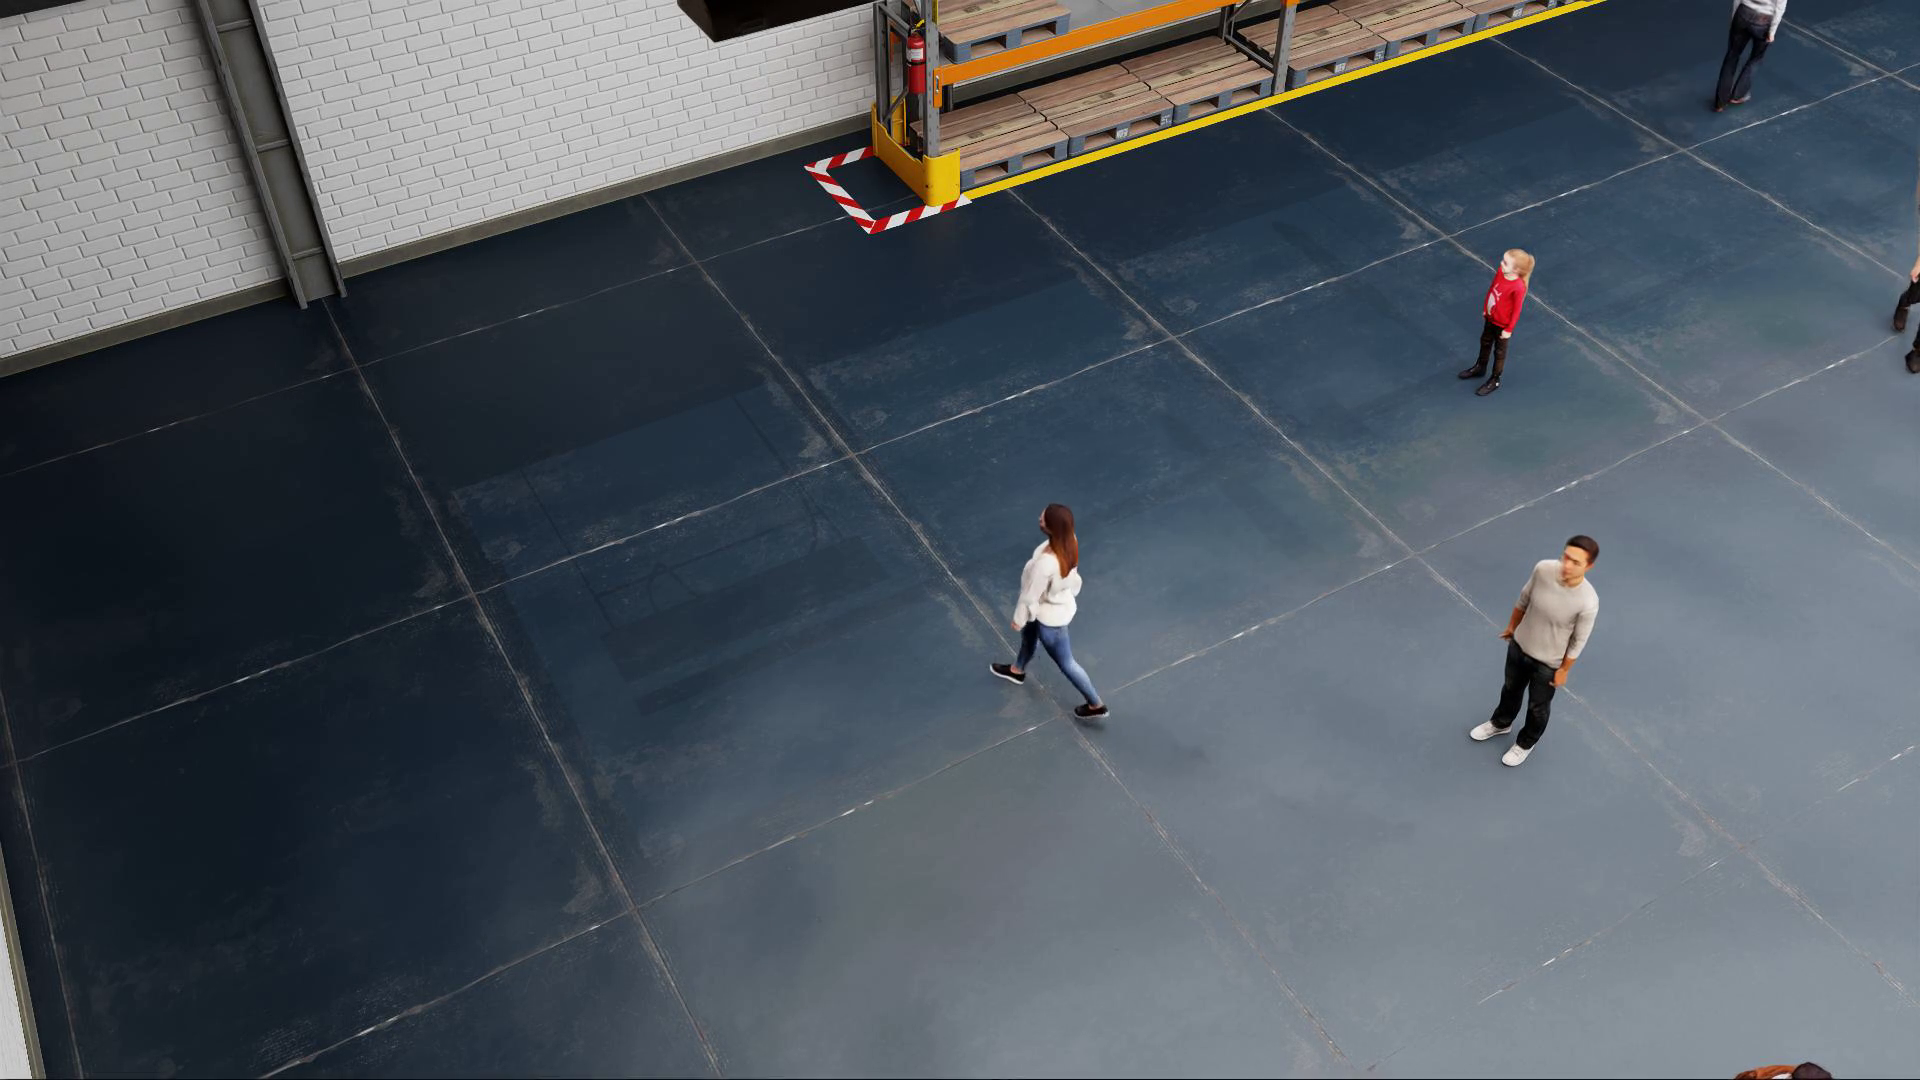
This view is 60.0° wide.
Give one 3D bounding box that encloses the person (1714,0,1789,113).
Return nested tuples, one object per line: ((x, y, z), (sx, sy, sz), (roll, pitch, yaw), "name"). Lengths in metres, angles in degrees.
((7.582, -4.956, 15.960), (0.762, 1.808, 0.756), (-34, 53, -30), "person")

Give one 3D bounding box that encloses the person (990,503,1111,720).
((0.634, 0.486, 10.356), (1.081, 1.658, 1.120), (17, 46, 17), "person")

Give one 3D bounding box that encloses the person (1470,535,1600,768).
((3.534, 0.647, 10.076), (0.551, 1.811, 0.653), (-24, 49, -23), "person")

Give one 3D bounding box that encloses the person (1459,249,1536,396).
((4.207, -1.721, 12.947), (0.504, 1.280, 0.517), (-16, 46, -16), "person")
